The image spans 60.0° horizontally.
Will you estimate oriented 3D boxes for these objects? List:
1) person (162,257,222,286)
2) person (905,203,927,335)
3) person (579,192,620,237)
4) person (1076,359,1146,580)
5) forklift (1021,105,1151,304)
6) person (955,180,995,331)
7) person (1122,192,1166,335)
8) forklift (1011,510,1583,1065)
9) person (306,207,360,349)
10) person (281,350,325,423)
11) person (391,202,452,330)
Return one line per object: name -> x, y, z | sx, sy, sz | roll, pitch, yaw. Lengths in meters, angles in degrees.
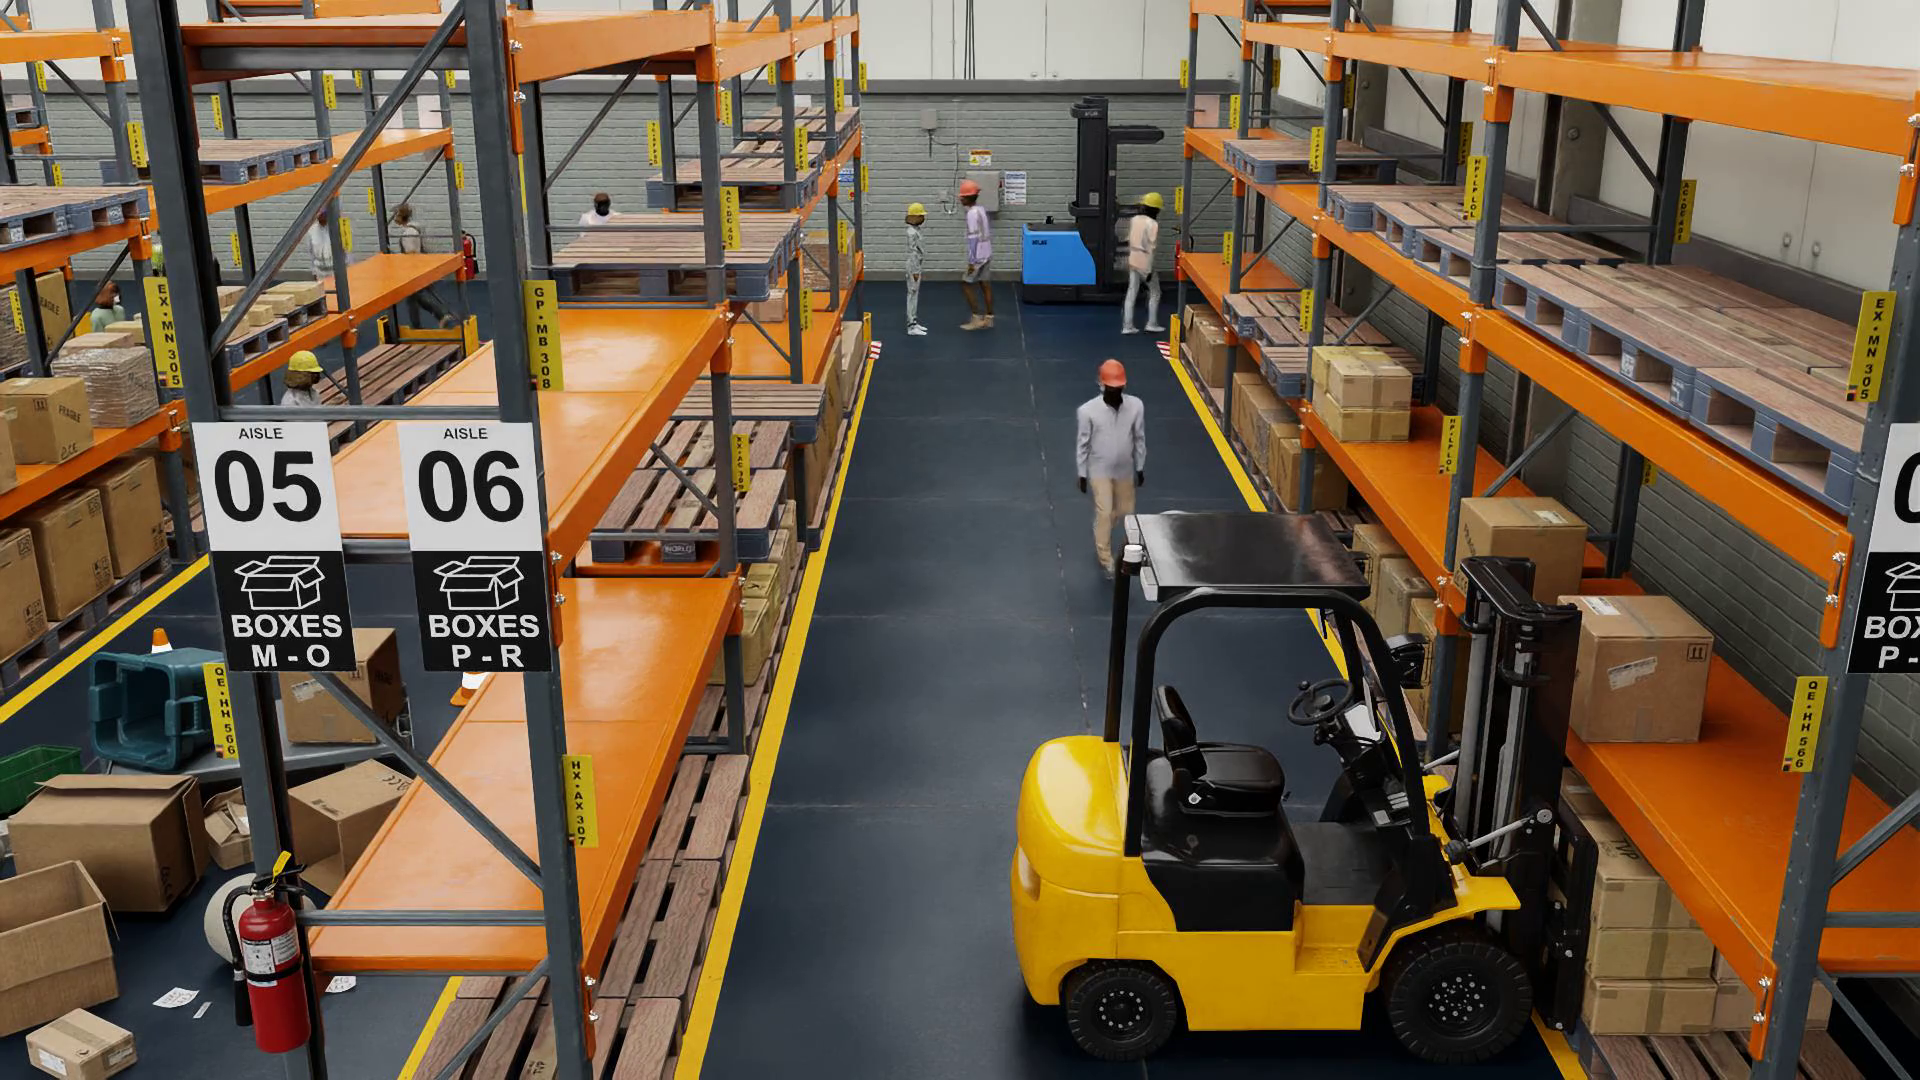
person -> -8.845, -2.658, 19.242 | 0.646, 1.793, 0.978 | -8, 20, -22
person -> -0.573, -3.623, 22.229 | 0.304, 1.741, 0.491 | 0, 18, 1
person -> -4.838, -3.807, 22.658 | 0.640, 1.823, 0.584 | -5, 19, -14
person -> 1.168, -0.586, 13.054 | 0.577, 1.732, 0.534 | -6, 19, -17
forklift -> 1.857, -4.944, 24.441 | 1.873, 2.768, 1.129 | 0, 18, 0
person -> 0.198, -3.817, 22.412 | 0.565, 2.014, 0.639 | 4, 19, 11
person -> 2.499, -3.679, 22.163 | 0.763, 1.886, 0.624 | -12, 22, -33
forklift -> 1.387, 1.055, 7.378 | 2.313, 2.155, 1.214 | 0, 18, 0
person -> -8.141, -3.479, 21.560 | 0.623, 1.900, 0.984 | 2, 18, 6
person -> -5.165, -0.654, 13.270 | 0.321, 1.737, 0.483 | 3, 19, 9
person -> -7.102, -3.523, 21.816 | 0.584, 1.816, 0.543 | -4, 19, -12
